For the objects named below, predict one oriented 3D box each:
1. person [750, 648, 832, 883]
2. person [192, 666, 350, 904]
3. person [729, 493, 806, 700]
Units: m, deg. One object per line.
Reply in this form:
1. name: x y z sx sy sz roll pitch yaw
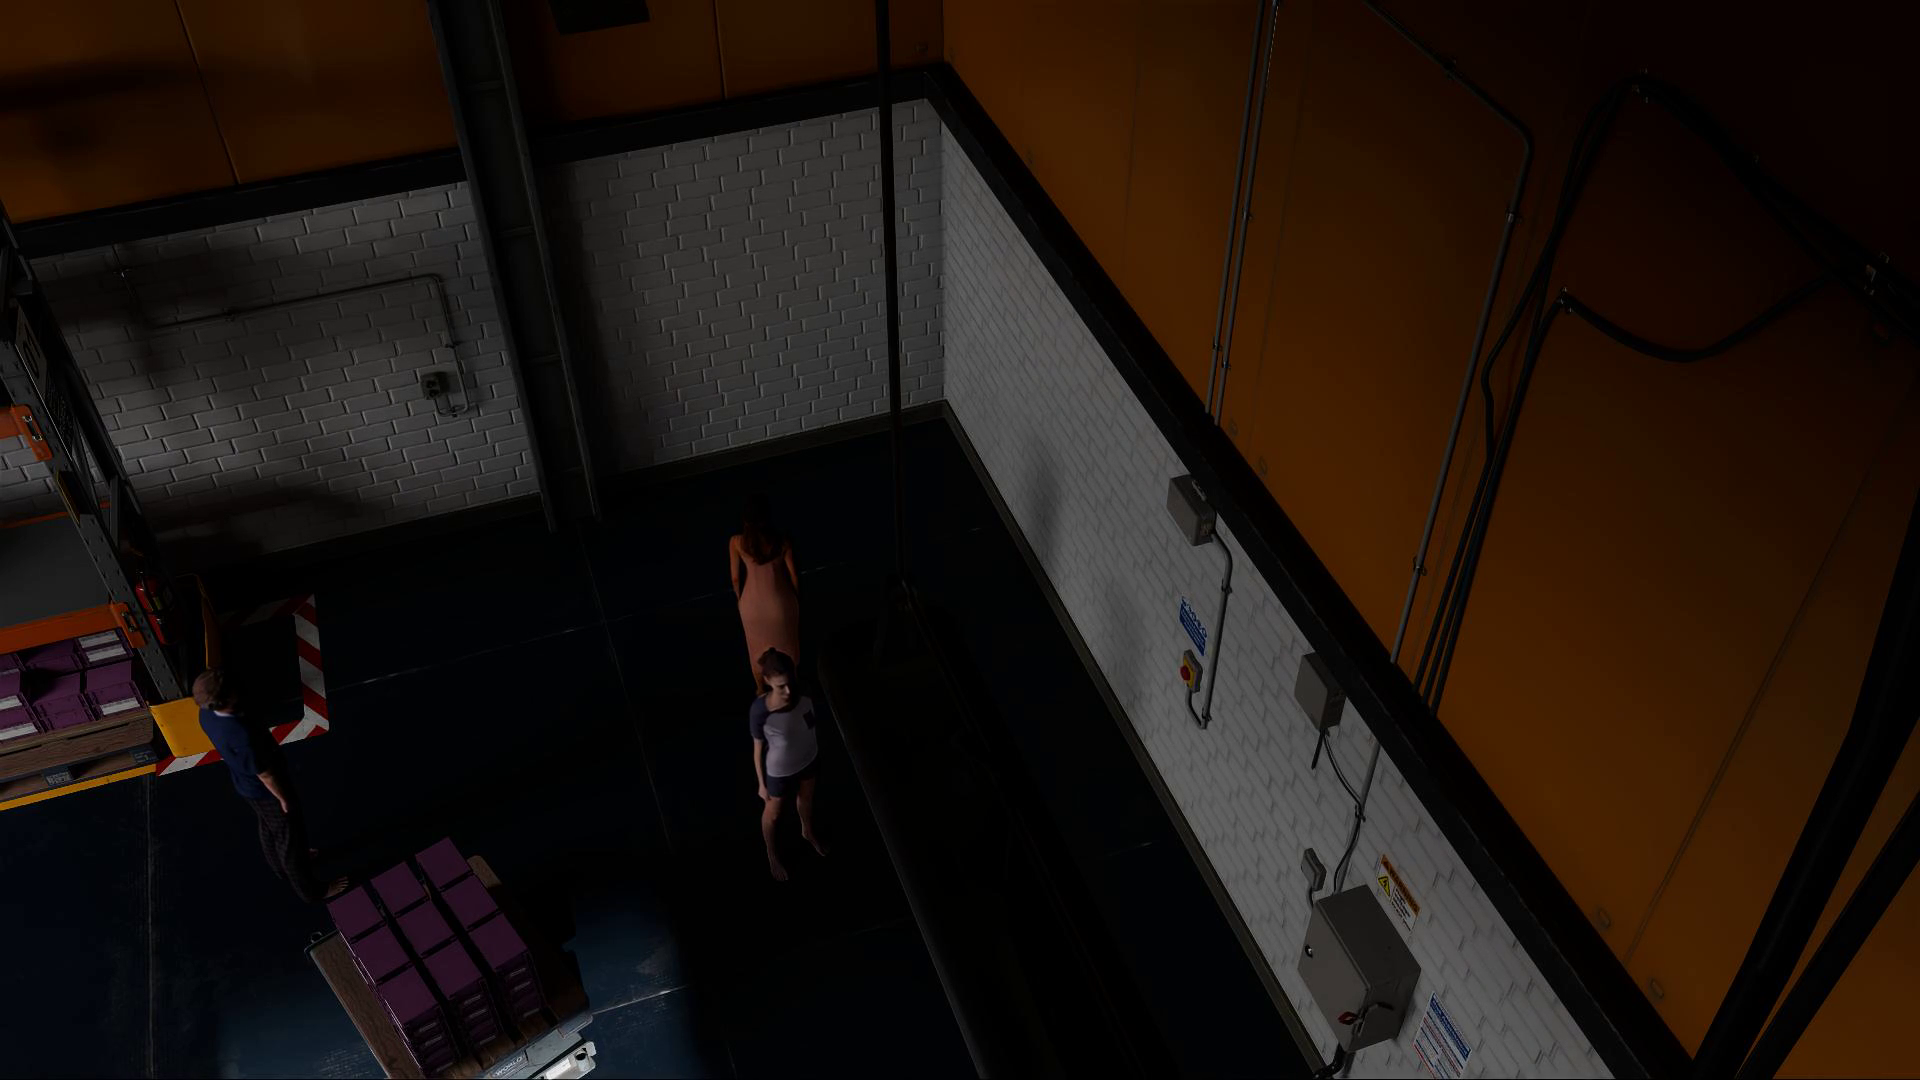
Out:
1. person: -0.979 1.265 9.540 0.574 1.766 0.705 -27 50 -26
2. person: -3.918 1.366 9.358 0.736 1.872 0.706 34 53 30
3. person: -1.198 0.402 10.398 0.539 1.832 0.694 -2 44 -2
